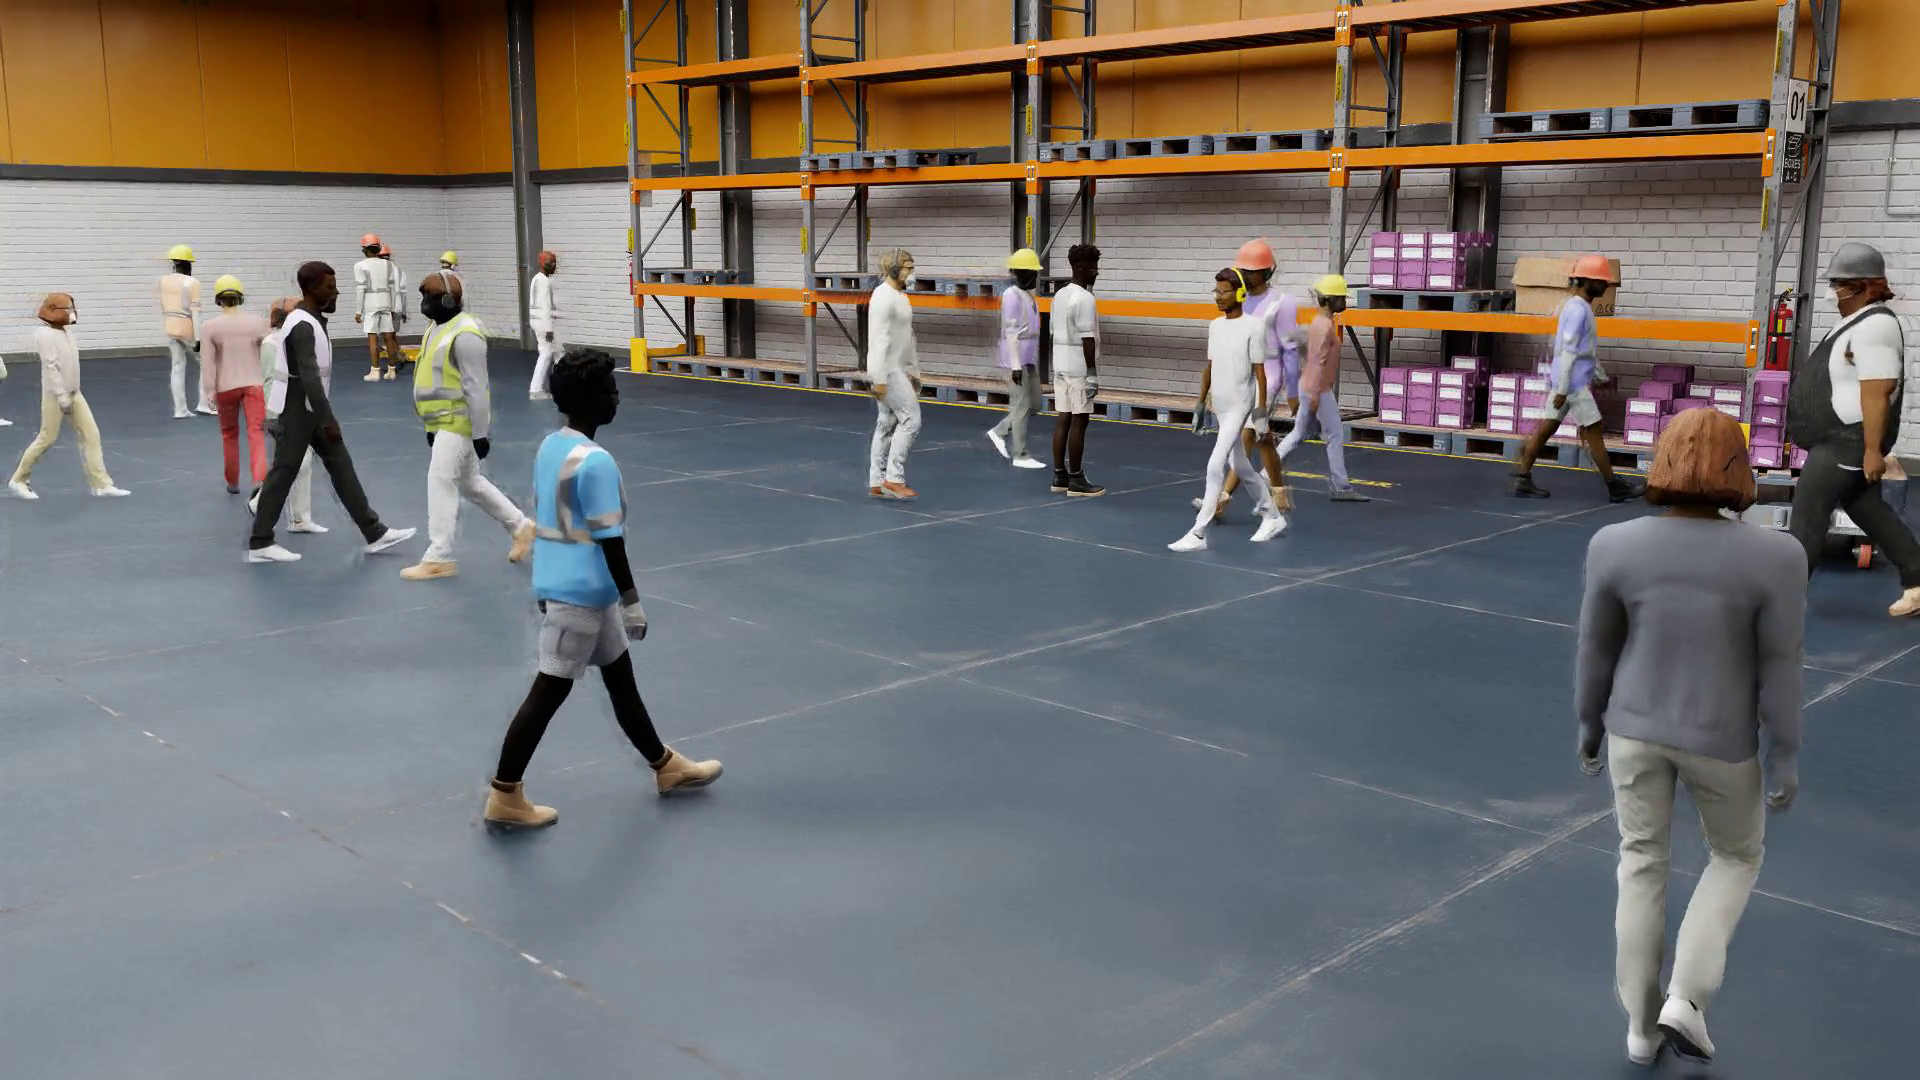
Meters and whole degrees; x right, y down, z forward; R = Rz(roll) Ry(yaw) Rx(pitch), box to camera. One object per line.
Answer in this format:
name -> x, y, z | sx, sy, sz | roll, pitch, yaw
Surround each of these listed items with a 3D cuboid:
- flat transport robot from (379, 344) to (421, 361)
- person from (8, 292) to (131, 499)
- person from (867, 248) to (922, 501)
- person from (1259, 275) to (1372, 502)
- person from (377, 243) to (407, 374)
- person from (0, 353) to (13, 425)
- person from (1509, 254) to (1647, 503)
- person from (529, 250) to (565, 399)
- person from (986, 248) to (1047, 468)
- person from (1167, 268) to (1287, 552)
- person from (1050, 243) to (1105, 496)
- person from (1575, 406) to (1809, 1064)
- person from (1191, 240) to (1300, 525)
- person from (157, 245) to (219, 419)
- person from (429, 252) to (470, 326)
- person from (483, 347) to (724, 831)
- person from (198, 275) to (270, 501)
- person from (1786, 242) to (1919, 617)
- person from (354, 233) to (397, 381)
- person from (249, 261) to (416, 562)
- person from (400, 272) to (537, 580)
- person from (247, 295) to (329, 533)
flat transport robot -> -8.862, -3.021, 26.846 | 0.652, 0.197, 1.431 | -7, 13, -35
person -> -6.931, -1.102, 12.767 | 0.837, 1.595, 0.499 | 0, 10, 2
person -> -0.469, -1.247, 12.665 | 0.571, 1.917, 0.653 | 2, 11, 8
person -> 2.683, -1.149, 12.662 | 0.864, 1.730, 0.533 | 1, 10, 4
person -> -8.311, -3.355, 24.212 | 0.628, 1.910, 0.589 | 8, 13, 38
person -> -10.445, -2.133, 17.689 | 0.515, 1.854, 0.502 | 0, 10, 0
person -> 4.708, -1.209, 12.602 | 1.027, 1.877, 0.561 | 3, 11, 14
person -> -4.986, -2.672, 20.678 | 0.755, 1.847, 0.608 | -4, 11, -20
person -> 0.496, -1.573, 14.473 | 0.505, 1.911, 0.594 | 4, 11, 22
person -> 1.779, -0.851, 10.806 | 0.980, 1.821, 0.538 | -5, 12, -28
person -> 0.915, -1.328, 12.989 | 0.363, 1.962, 0.612 | -4, 11, -21
person -> 1.753, 0.485, 4.025 | 0.533, 1.618, 0.345 | 8, 13, 36
person -> 2.003, -1.097, 11.690 | 1.078, 1.972, 0.650 | -7, 12, -33
person -> -8.559, -2.300, 18.455 | 0.601, 1.908, 0.629 | 3, 11, 14
person -> -7.376, -3.247, 23.974 | 0.604, 1.780, 0.607 | 0, 10, 1
person -> -1.260, 0.166, 5.708 | 0.896, 1.642, 0.540 | -5, 12, -27
person -> -5.542, -1.170, 12.801 | 0.533, 1.724, 0.878 | -6, 12, -28
person -> 4.774, -0.591, 8.767 | 0.978, 2.000, 0.685 | 5, 11, 25
person -> -8.140, -3.231, 23.152 | 0.380, 2.045, 0.605 | 9, 14, 40
person -> -3.978, -0.788, 10.334 | 1.022, 1.853, 0.587 | -2, 11, -11
person -> -2.949, -0.695, 9.965 | 0.846, 1.819, 0.630 | -6, 12, -30
person -> -4.537, -0.831, 11.204 | 0.406, 1.623, 0.507 | 0, 10, 2
